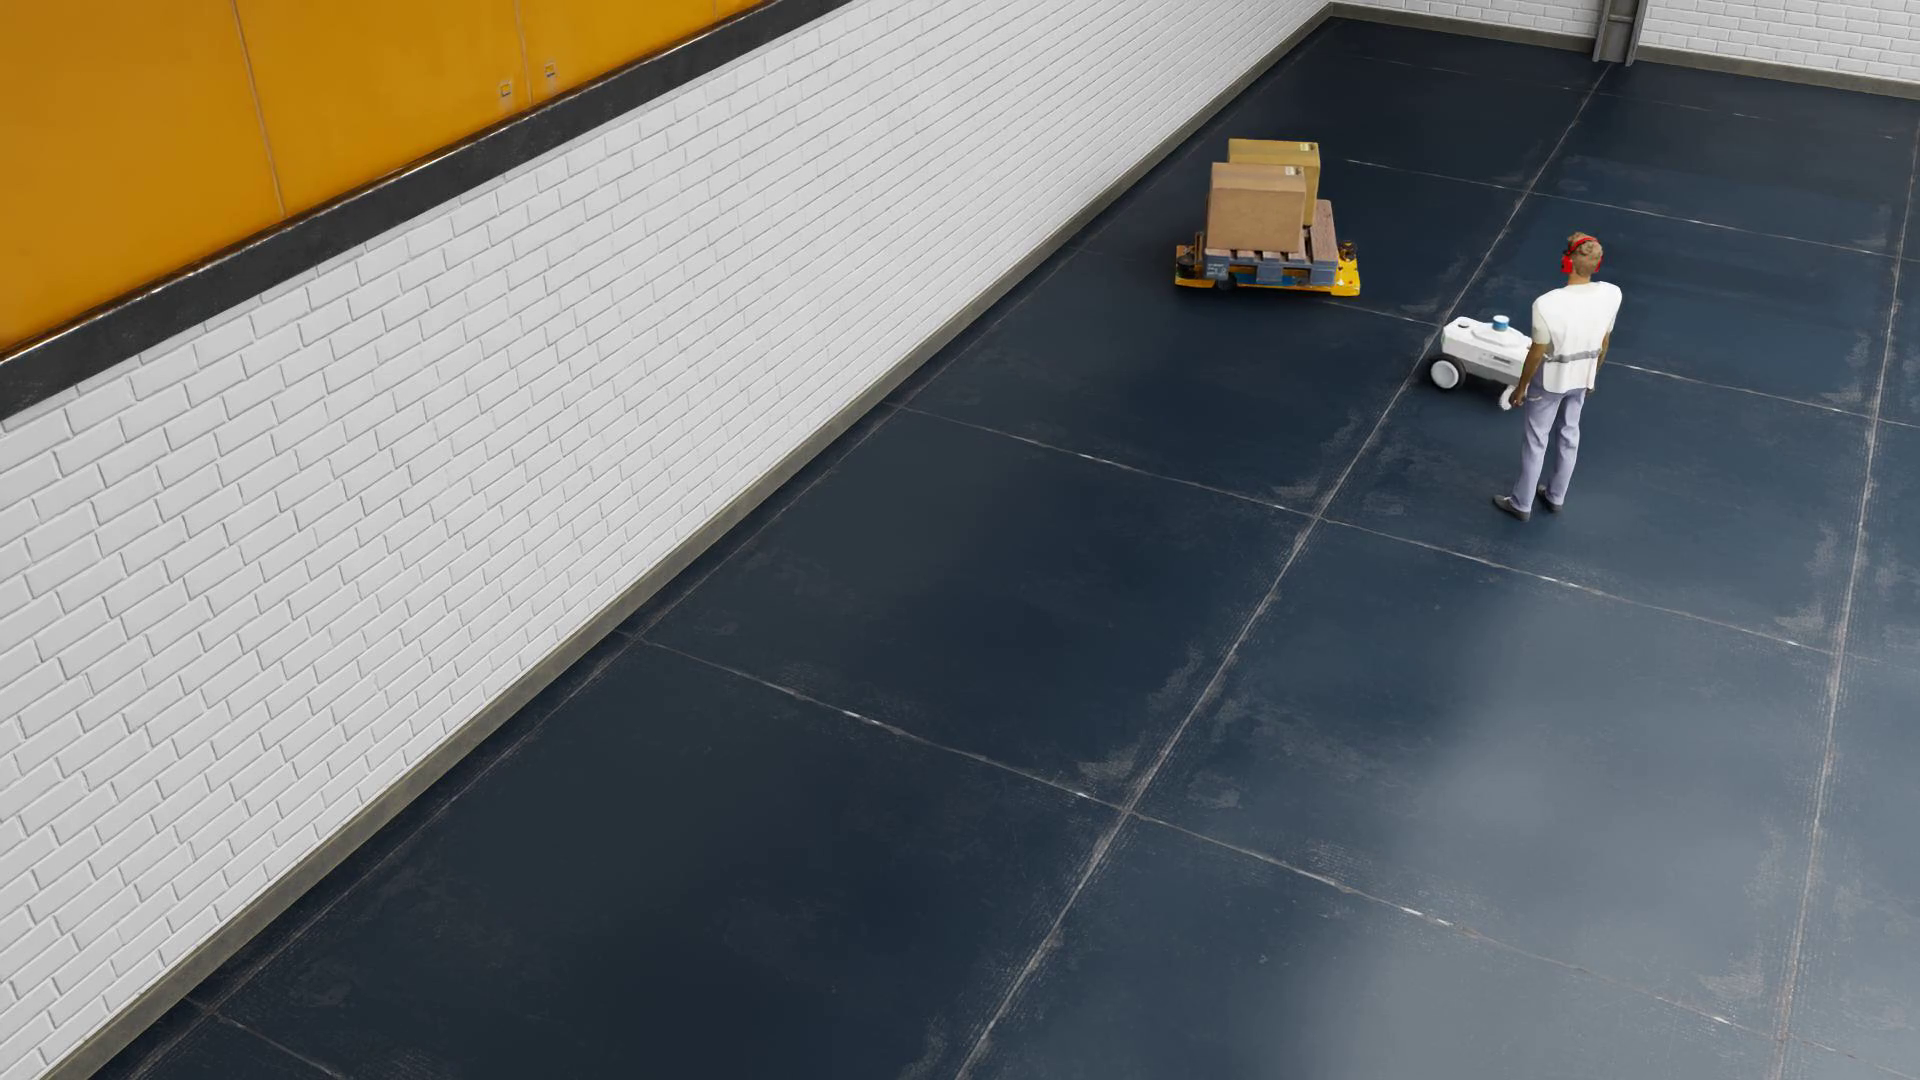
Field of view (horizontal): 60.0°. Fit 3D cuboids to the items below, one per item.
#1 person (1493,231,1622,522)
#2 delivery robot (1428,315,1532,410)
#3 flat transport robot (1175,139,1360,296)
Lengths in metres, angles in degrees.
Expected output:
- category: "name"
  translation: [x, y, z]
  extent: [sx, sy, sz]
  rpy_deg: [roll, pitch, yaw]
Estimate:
- category: "person"
  translation: [3.588, -0.944, 9.967]
  extent: [0.563, 1.847, 0.389]
  rpy_deg: [-10, 35, -14]
- category: "delivery robot"
  translation: [3.695, -1.280, 11.643]
  extent: [0.785, 0.614, 0.520]
  rpy_deg: [25, 41, 32]
- category: "flat transport robot"
  translation: [2.442, -2.198, 13.248]
  extent: [1.431, 0.231, 0.659]
  rpy_deg: [4, 34, 6]
